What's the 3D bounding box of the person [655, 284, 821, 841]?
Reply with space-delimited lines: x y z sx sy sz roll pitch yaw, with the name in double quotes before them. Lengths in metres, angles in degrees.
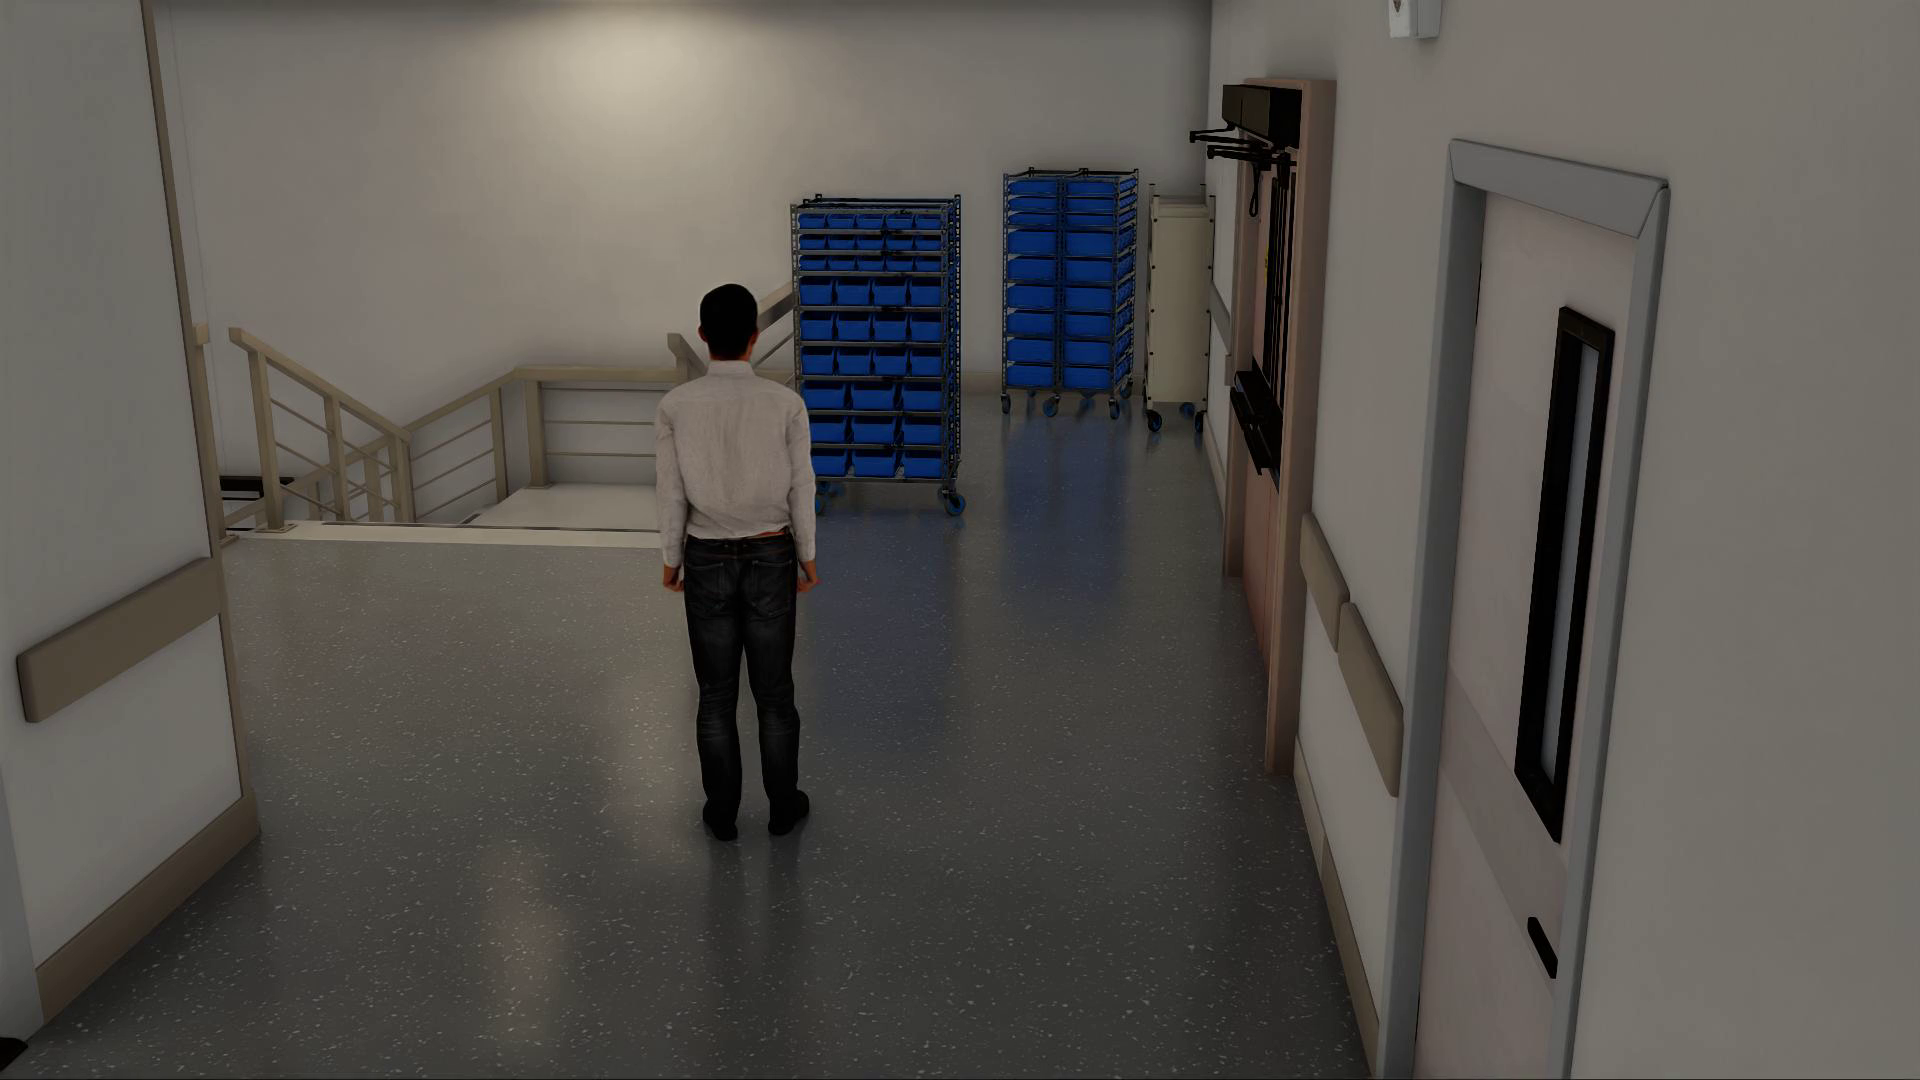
"person" -0.709 0.085 5.350 0.693 1.812 0.606 -1 16 -4
